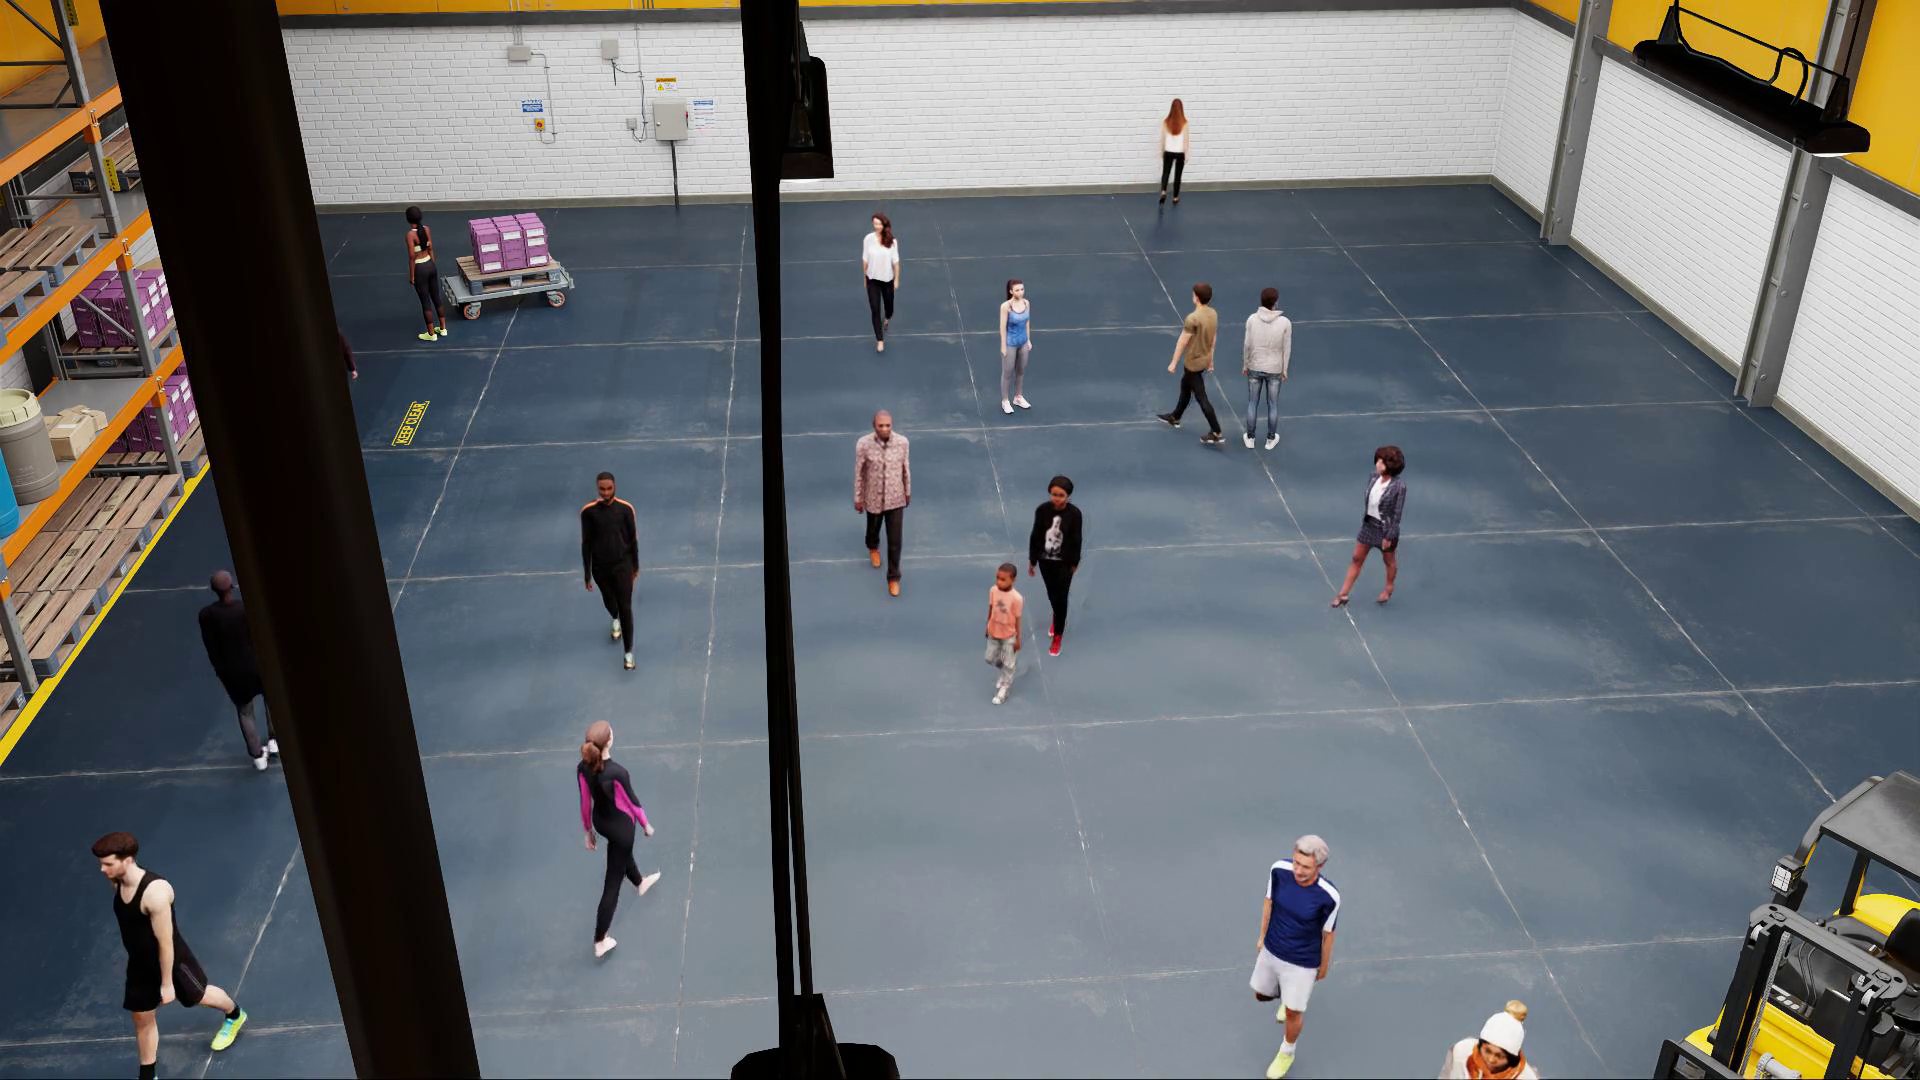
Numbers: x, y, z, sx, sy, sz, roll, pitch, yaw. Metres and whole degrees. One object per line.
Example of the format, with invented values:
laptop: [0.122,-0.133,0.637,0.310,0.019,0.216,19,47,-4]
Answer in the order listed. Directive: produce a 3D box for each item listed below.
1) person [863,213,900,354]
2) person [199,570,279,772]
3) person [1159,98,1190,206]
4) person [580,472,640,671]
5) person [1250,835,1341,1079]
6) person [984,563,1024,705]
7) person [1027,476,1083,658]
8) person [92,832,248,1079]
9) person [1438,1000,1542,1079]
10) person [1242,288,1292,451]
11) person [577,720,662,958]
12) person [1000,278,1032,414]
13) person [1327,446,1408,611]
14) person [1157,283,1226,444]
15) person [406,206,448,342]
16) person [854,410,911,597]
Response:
person: [-1.004,-3.293,21.089,0.643,1.777,0.994,0,29,-1]
person: [-5.666,1.068,13.125,0.704,1.749,0.682,-6,29,-11]
person: [3.382,-6.110,26.323,0.796,1.711,0.932,9,30,16]
person: [-3.087,0.195,14.714,0.659,1.759,1.197,-4,29,-7]
person: [2.115,2.523,10.380,0.933,1.823,0.990,22,36,35]
person: [0.410,0.755,14.163,0.654,1.305,0.720,19,34,31]
person: [0.879,0.141,14.929,0.831,1.648,1.012,10,30,18]
person: [-4.878,2.549,10.304,1.077,1.850,1.282,14,31,23]
person: [2.882,3.212,9.095,1.173,1.844,1.235,22,35,34]
person: [3.382,-1.903,18.465,0.729,1.851,0.681,6,29,10]
person: [-2.405,2.053,11.369,0.955,1.701,1.201,13,31,22]
person: [0.642,-2.287,19.419,0.655,1.610,0.685,-19,34,-30]
person: [3.952,-0.101,15.360,0.997,1.660,1.071,-16,33,-27]
person: [2.704,-1.931,18.557,1.265,1.811,1.209,22,36,35]
person: [-6.877,-3.433,21.370,0.703,1.755,0.615,15,32,26]
person: [-0.738,-0.439,15.839,0.715,1.795,1.108,-3,29,-6]
